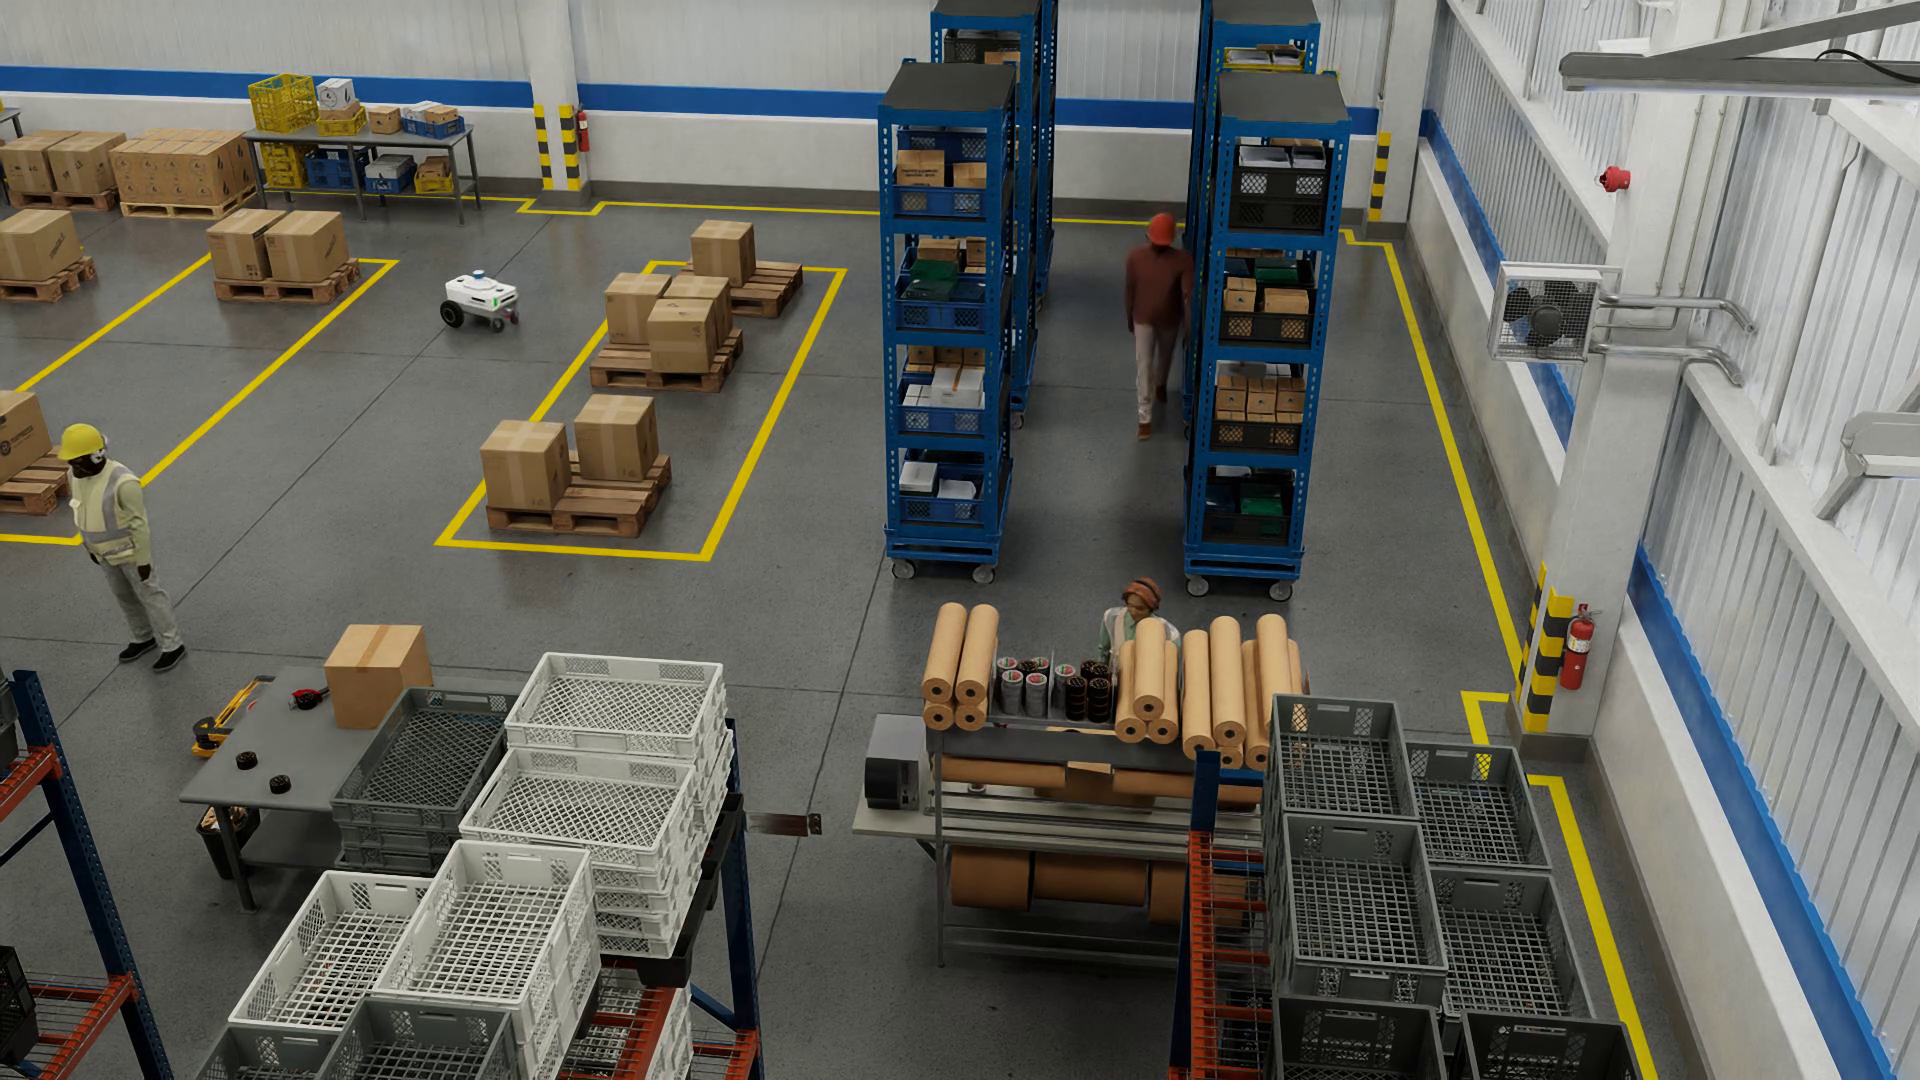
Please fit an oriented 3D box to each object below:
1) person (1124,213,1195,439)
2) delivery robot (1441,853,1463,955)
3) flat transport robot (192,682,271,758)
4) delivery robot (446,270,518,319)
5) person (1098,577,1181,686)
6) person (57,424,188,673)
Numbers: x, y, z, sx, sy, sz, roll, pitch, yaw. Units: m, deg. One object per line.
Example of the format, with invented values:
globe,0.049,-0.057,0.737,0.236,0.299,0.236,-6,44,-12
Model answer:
person,1.720,-1.945,14.354,0.619,1.941,1.035,4,31,8
delivery robot,2.573,1.962,8.906,0.477,0.478,0.707,24,38,35
flat transport robot,-4.089,1.163,10.648,1.431,0.197,0.652,3,30,6
delivery robot,-4.724,-2.421,16.435,0.707,0.478,0.477,16,34,25
person,1.034,0.922,9.716,0.518,1.636,0.314,19,35,29
person,-5.591,0.047,11.036,0.595,1.826,0.403,13,33,21
